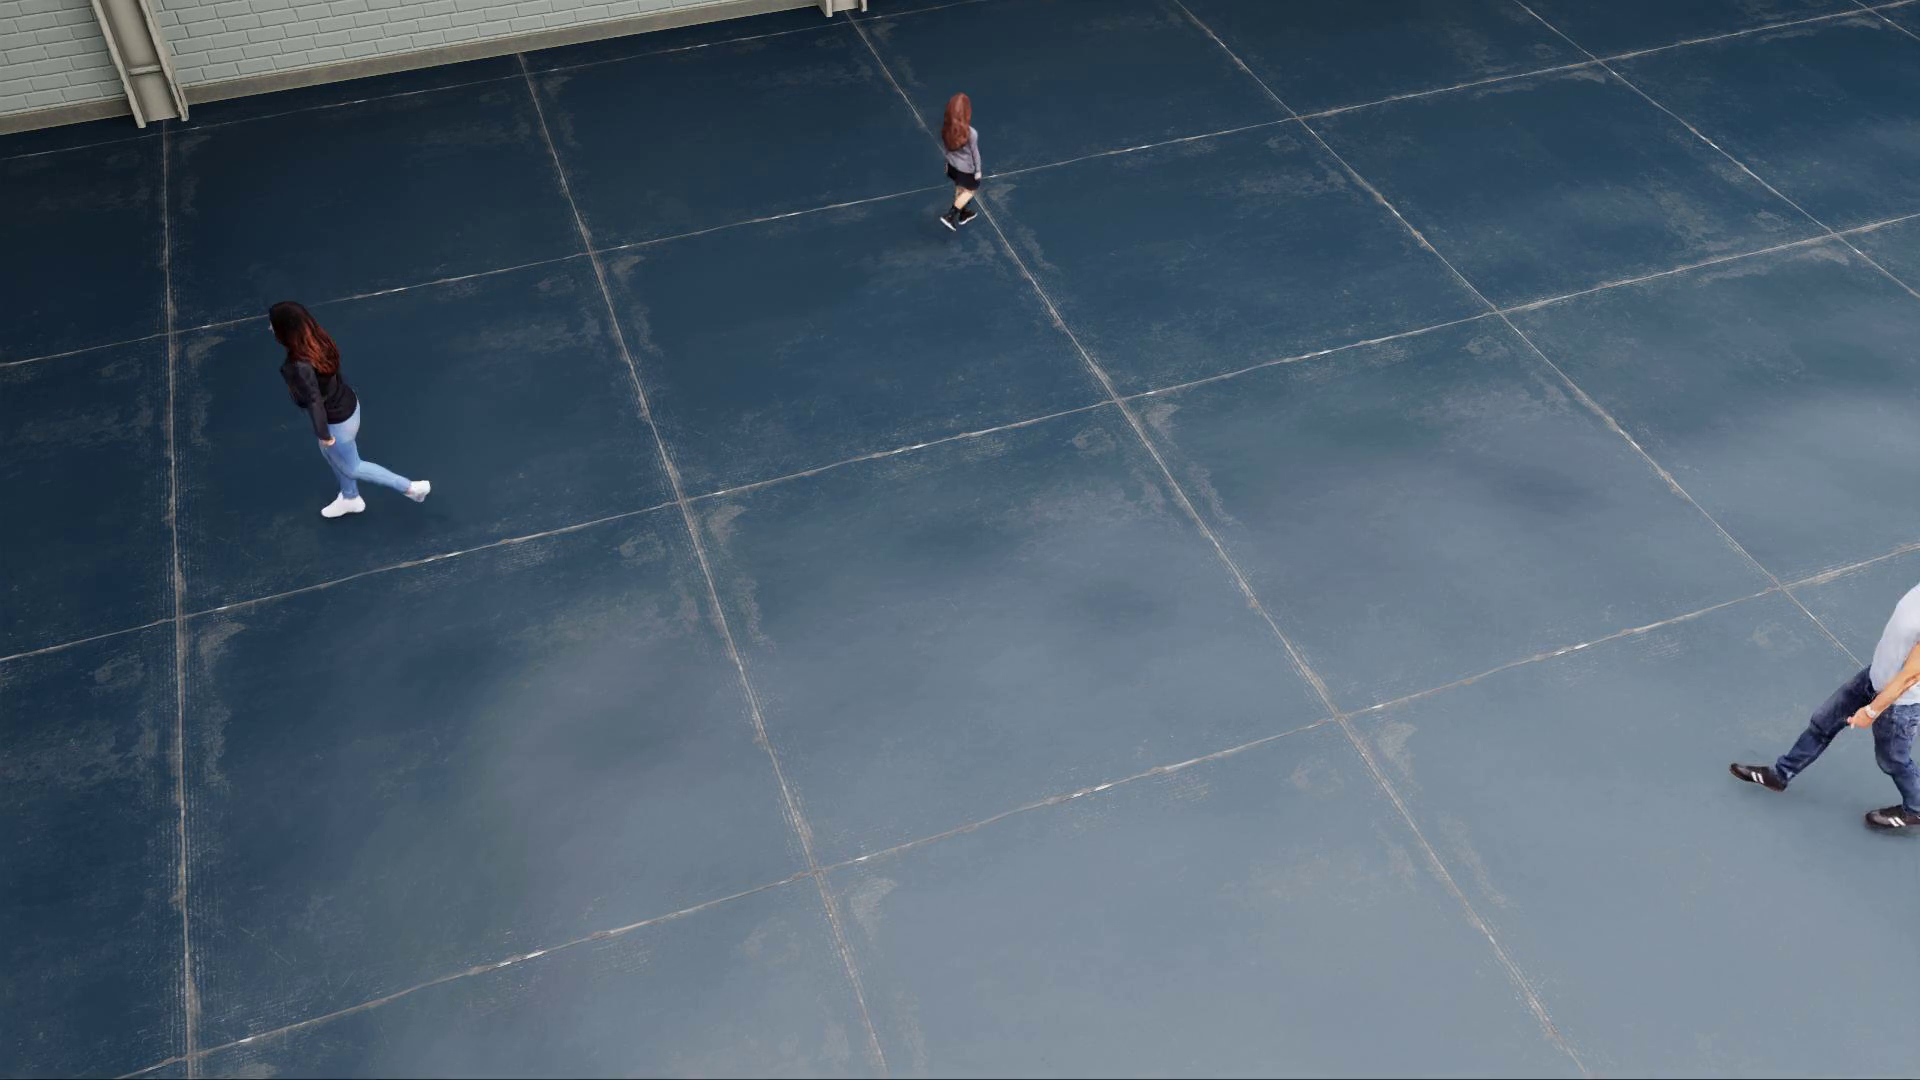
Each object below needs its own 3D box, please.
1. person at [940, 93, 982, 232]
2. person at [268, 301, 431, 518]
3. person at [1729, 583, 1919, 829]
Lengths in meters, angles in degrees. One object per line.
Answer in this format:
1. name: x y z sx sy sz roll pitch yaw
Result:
1. person: -0.015 -2.804 12.411 0.623 1.100 0.726 33 52 31
2. person: -3.621 -0.734 9.827 1.009 1.603 0.792 -3 43 -3
3. person: 4.622 0.762 8.057 1.268 1.829 1.075 10 44 10
